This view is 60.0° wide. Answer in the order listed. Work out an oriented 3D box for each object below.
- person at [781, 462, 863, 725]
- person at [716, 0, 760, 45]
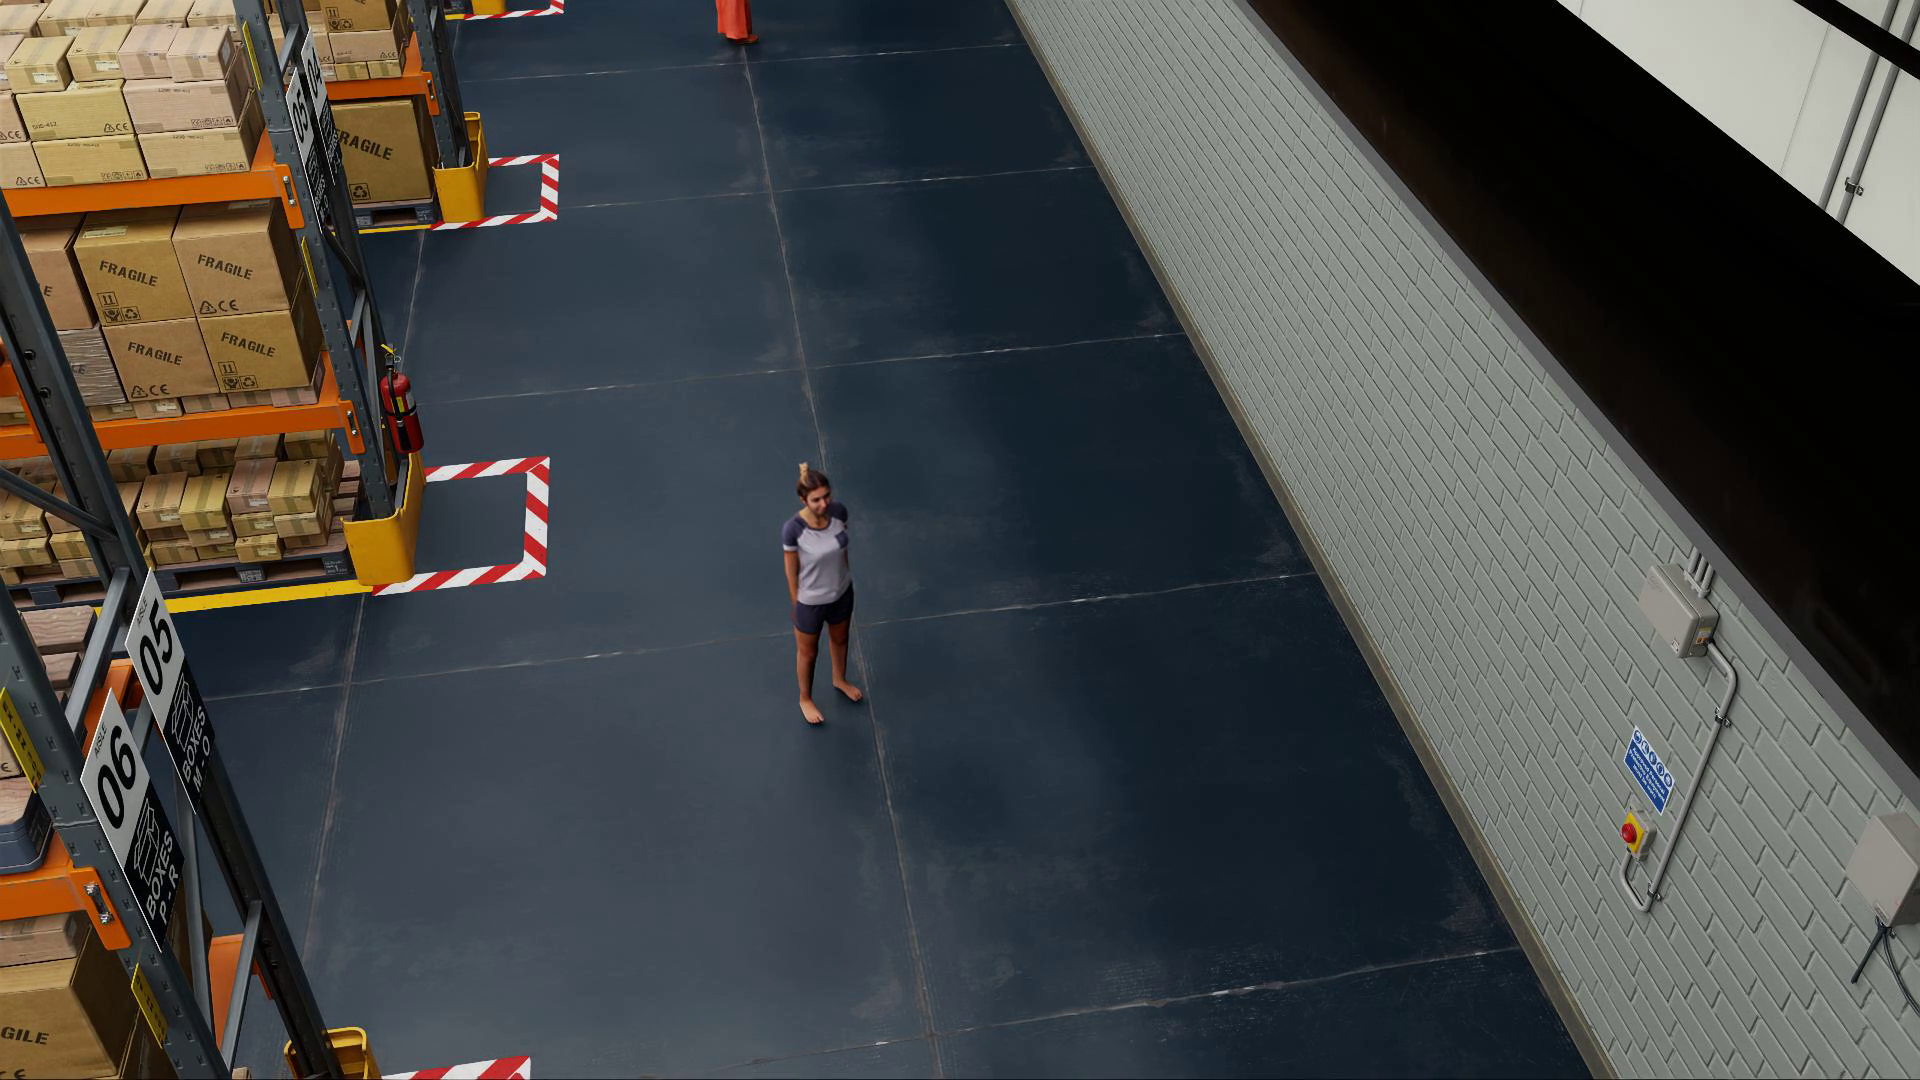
[{"bbox_3d":[-0.771,0.288,9.189,0.624,1.625,0.724,-27,46,-30],"label":"person"},{"bbox_3d":[-2.360,-6.032,17.122,0.711,1.803,0.709,-23,43,-26],"label":"person"}]
